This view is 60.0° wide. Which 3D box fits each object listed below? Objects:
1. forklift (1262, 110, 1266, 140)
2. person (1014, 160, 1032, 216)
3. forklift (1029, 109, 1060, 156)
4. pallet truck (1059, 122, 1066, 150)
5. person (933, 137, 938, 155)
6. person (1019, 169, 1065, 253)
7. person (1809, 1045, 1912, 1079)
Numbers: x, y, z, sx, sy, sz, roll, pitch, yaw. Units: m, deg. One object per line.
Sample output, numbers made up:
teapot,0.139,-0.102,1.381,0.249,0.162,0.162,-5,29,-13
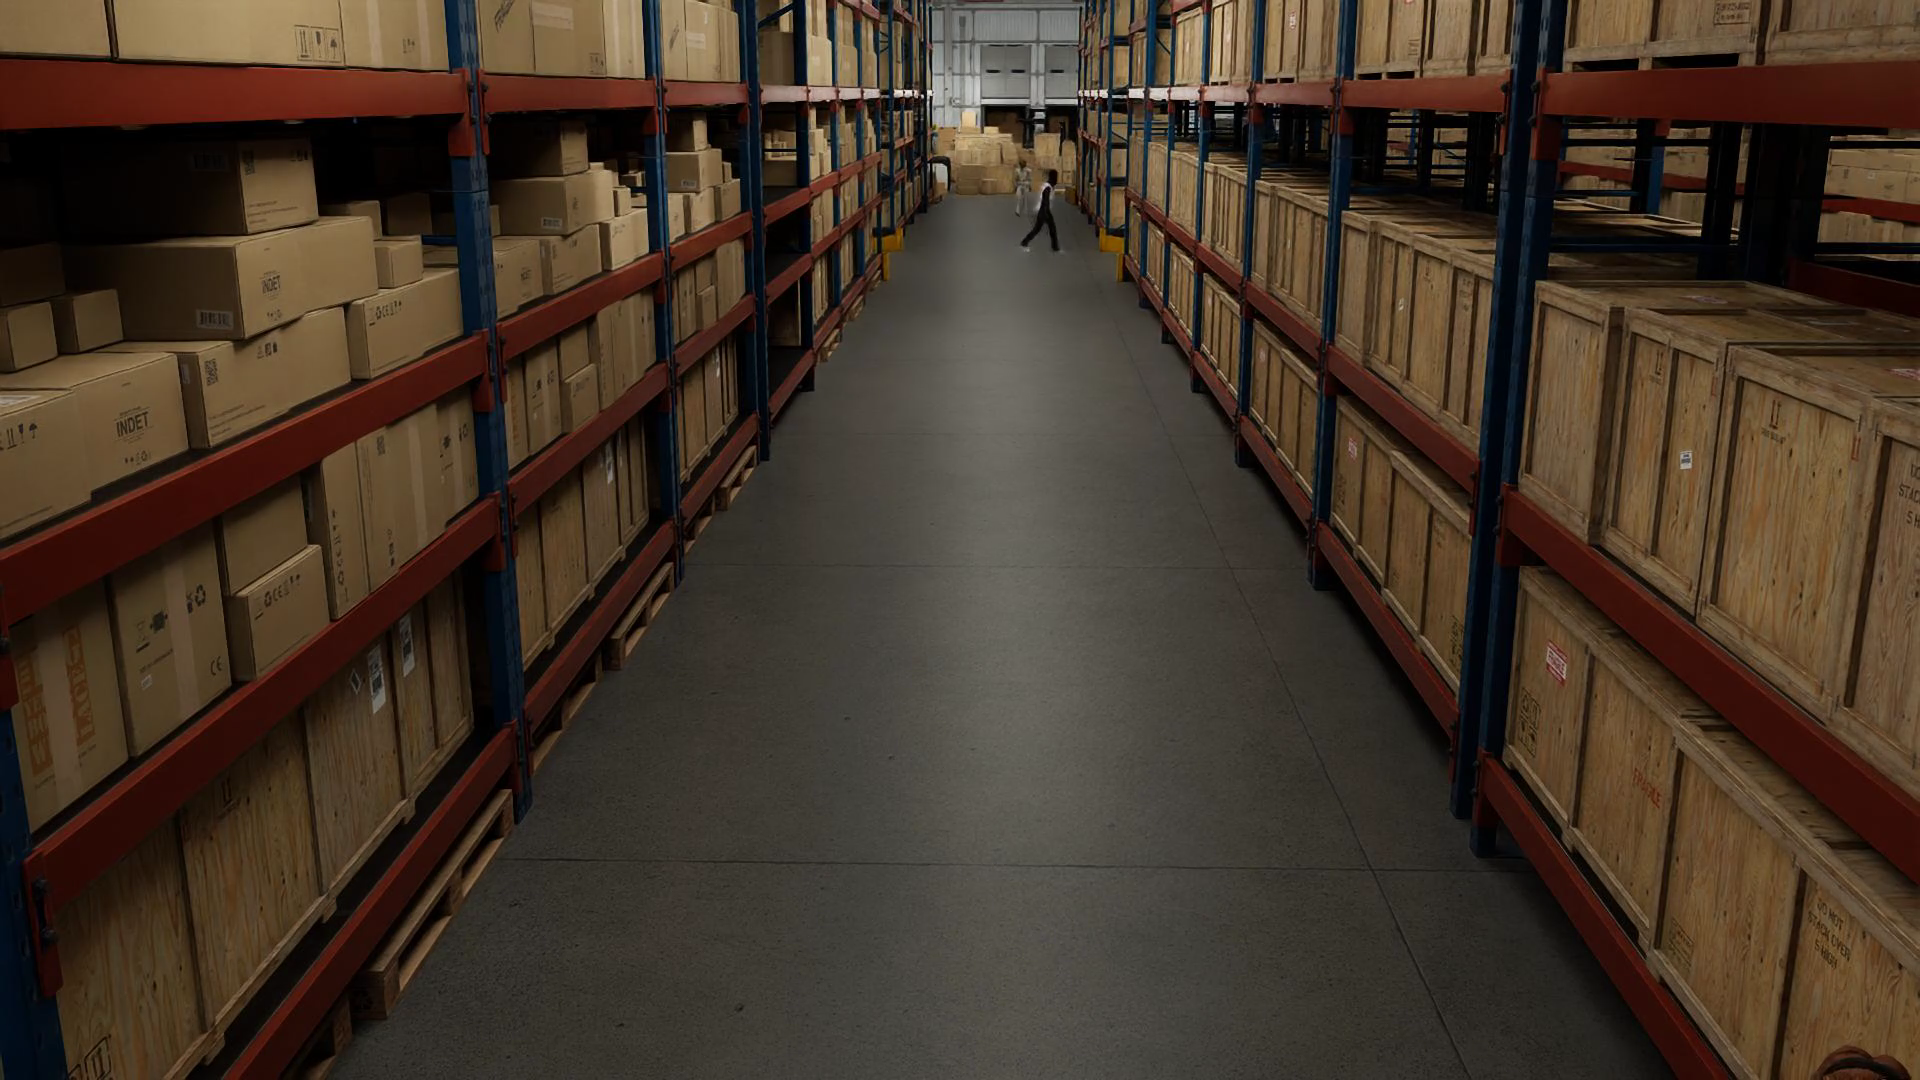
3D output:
forklift,11.770,-15.518,65.529,1.873,2.768,1.129,0,15,1
person,1.811,-10.137,47.938,0.520,1.600,0.846,2,15,6
forklift,3.379,-16.885,70.616,1.129,2.768,1.873,11,19,35
pallet truck,5.788,-21.111,88.014,1.885,1.965,0.823,5,16,18
person,-1.300,-19.699,83.540,0.870,1.594,0.520,-8,17,-28
person,1.811,-7.293,36.913,1.005,1.853,0.604,4,16,14
person,1.745,1.816,3.425,0.529,1.628,0.323,14,20,42
